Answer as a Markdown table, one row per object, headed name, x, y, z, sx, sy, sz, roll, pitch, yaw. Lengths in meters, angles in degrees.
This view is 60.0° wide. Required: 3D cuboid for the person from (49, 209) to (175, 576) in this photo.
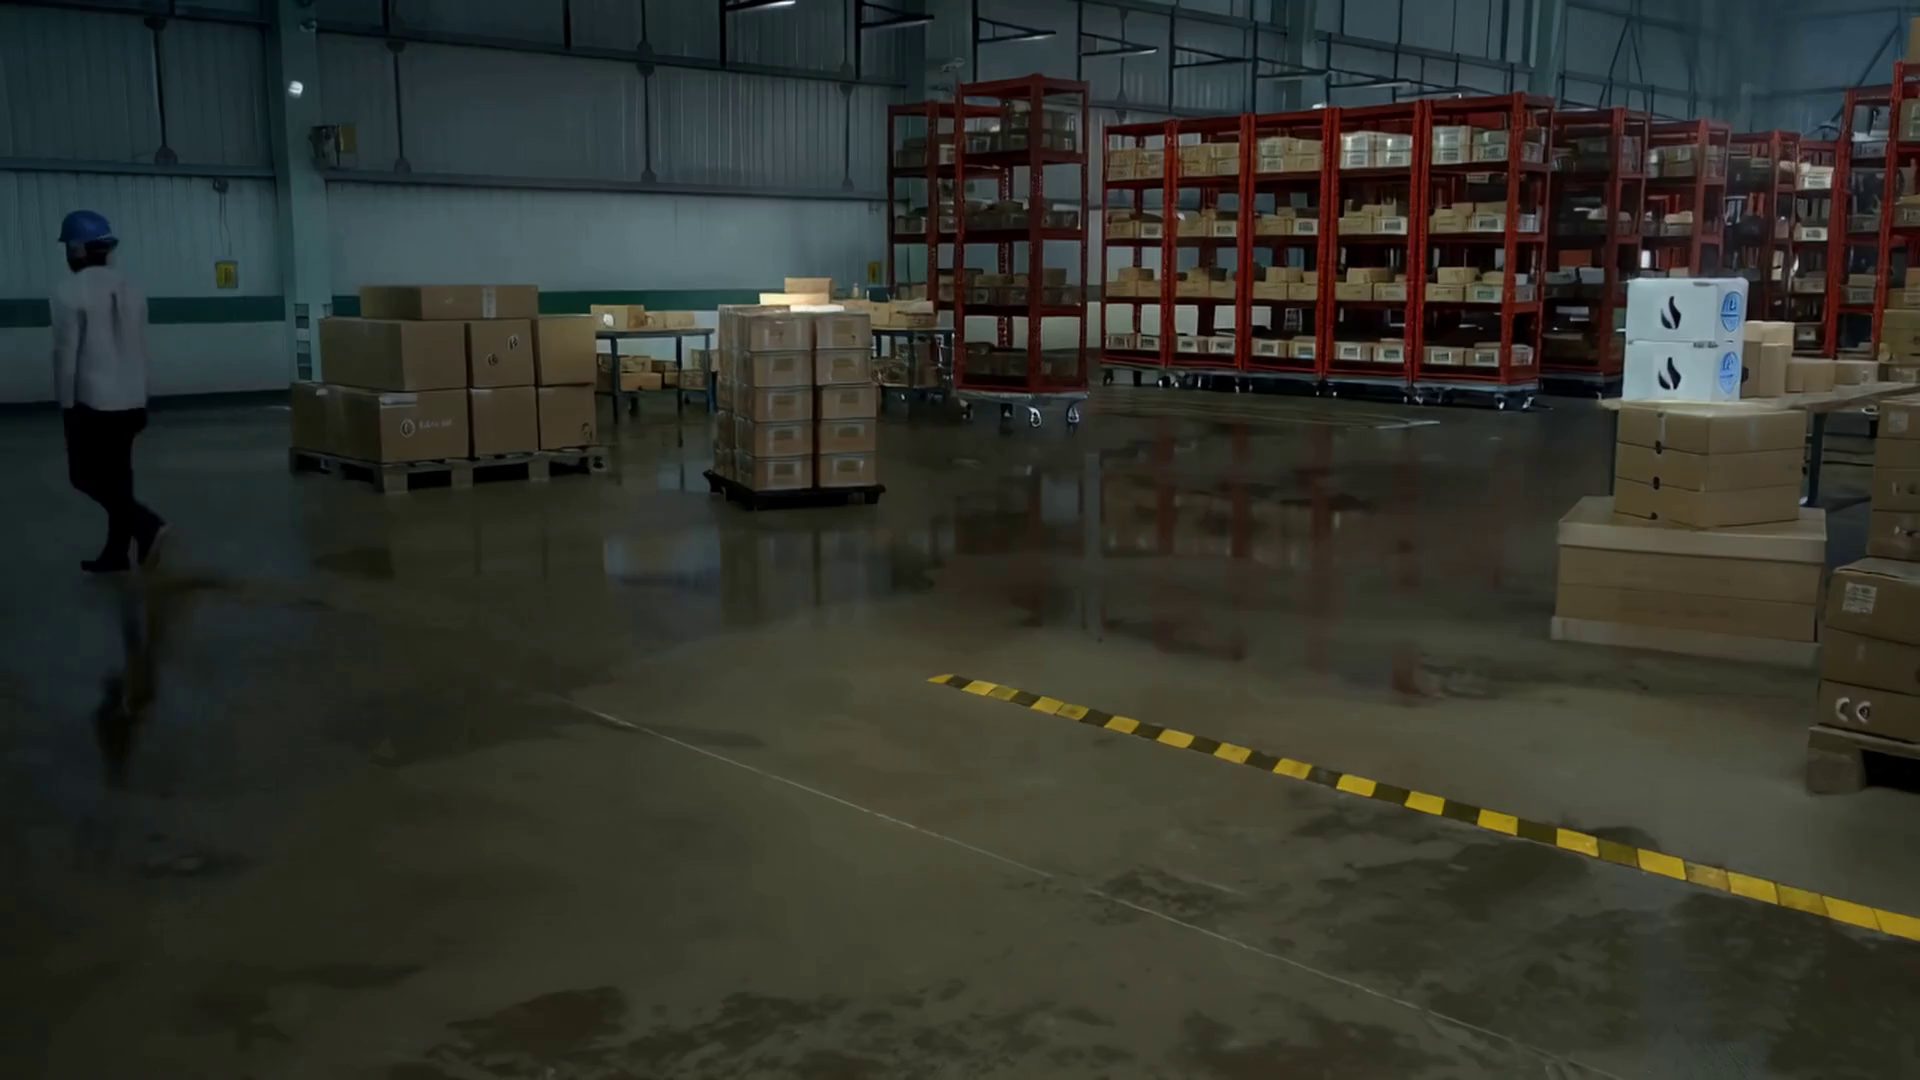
| name | x | y | z | sx | sy | sz | roll | pitch | yaw |
| --- | --- | --- | --- | --- | --- | --- | --- | --- | --- |
| person | -4.487 | -0.755 | 8.842 | 0.654 | 1.980 | 0.611 | 3 | 10 | 19 |
